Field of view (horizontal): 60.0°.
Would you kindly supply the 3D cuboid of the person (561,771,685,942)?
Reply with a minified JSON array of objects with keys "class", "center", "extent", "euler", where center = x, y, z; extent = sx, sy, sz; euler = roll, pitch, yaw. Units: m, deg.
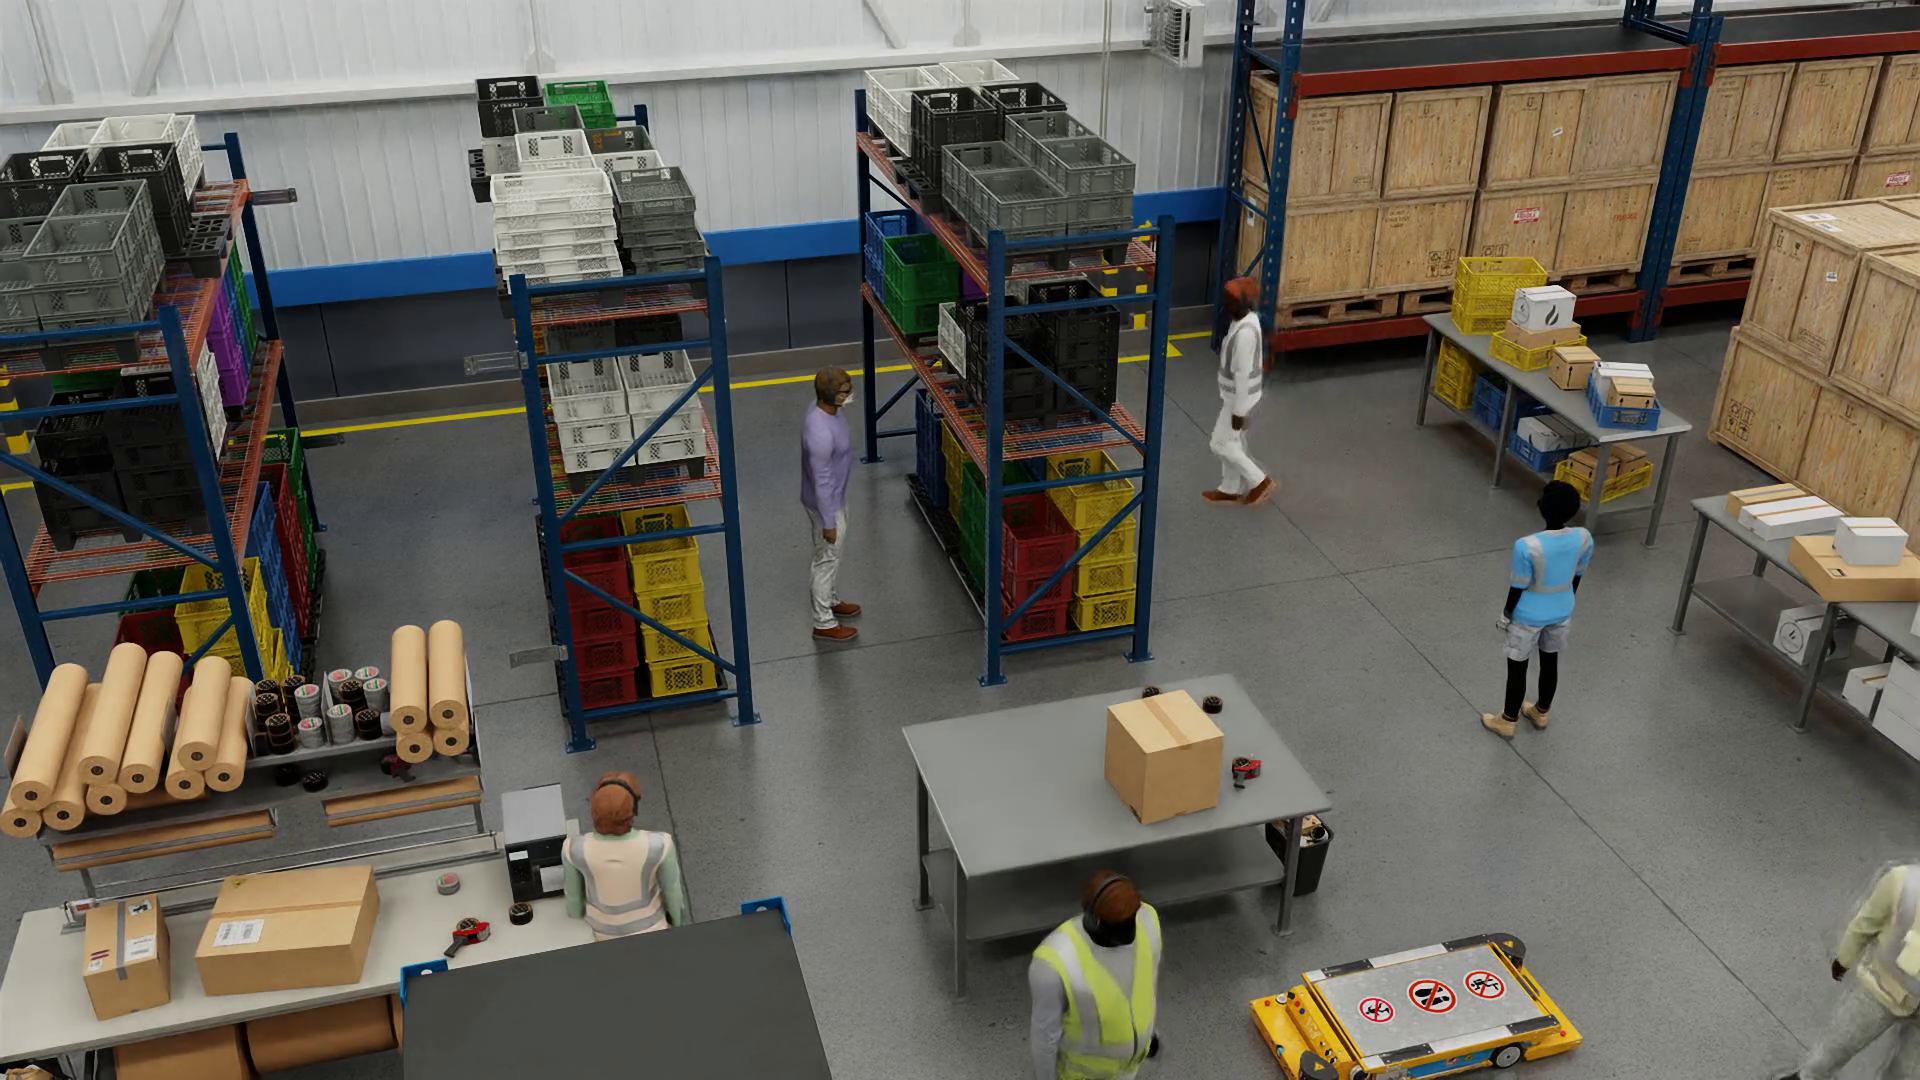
[{"class":"person","center":[-1.499,1.768,7.515],"extent":[0.521,1.631,0.317],"euler":[-3,29,-6]}]

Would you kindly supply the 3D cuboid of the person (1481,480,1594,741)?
[{"class":"person","center":[3.442,0.418,9.898],"extent":[0.538,1.700,0.317],"euler":[-10,30,-18]}]

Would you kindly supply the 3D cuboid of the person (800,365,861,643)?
[{"class":"person","center":[-0.855,-0.243,10.865],"extent":[0.372,1.932,0.635],"euler":[0,29,-1]}]

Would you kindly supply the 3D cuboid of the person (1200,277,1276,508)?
[{"class":"person","center":[2.103,-1.084,12.456],"extent":[0.467,1.865,0.613],"euler":[4,29,8]}]

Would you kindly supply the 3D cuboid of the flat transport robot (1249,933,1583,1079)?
[{"class":"flat transport robot","center":[2.184,2.282,7.980],"extent":[1.431,0.197,0.652],"euler":[-8,30,-14]}]

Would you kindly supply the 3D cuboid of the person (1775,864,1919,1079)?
[{"class":"person","center":[4.043,1.913,7.094],"extent":[0.714,1.782,0.446],"euler":[16,33,27]}]

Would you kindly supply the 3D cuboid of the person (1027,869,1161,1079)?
[{"class":"person","center":[0.558,2.076,6.740],"extent":[0.632,1.840,0.429],"euler":[-19,34,-31]}]
